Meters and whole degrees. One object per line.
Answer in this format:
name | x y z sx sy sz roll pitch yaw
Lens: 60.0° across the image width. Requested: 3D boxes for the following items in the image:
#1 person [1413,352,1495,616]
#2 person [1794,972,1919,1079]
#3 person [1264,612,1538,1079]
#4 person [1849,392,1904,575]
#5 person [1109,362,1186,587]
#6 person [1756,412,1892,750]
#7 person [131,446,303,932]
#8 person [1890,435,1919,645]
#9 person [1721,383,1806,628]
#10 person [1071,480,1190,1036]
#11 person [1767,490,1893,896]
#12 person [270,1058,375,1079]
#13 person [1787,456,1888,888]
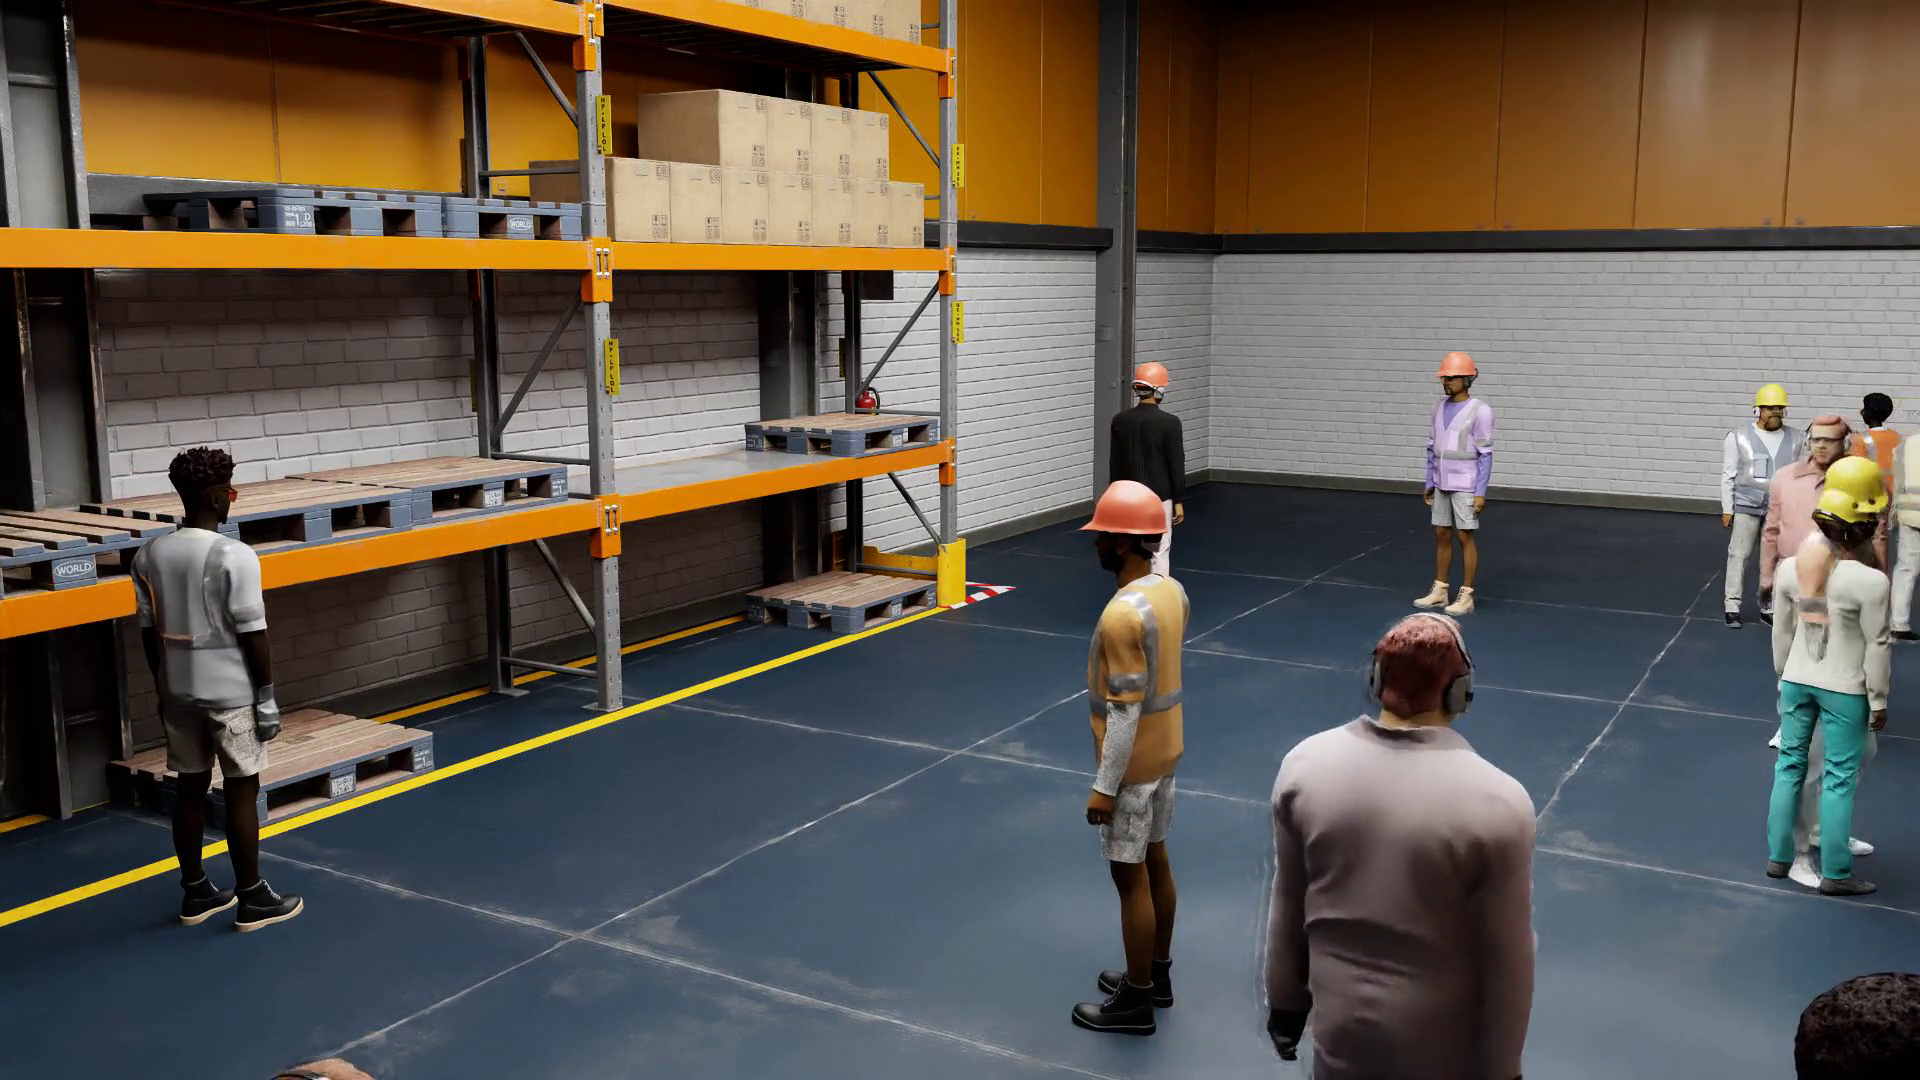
person | 3.838 -0.434 12.920 0.389 2.045 0.606 -5 10 -28
person | 0.968 1.397 1.883 0.392 1.920 0.592 7 11 37
person | 0.981 1.106 3.840 0.644 1.879 0.748 8 12 40
person | 7.329 -0.338 13.400 0.535 1.697 0.318 -4 10 -24
person | 1.400 -0.320 12.361 0.612 1.995 0.382 6 11 34
person | 4.828 0.221 9.318 0.653 1.887 0.651 -9 13 -44
person | -3.002 0.601 6.702 0.603 1.966 0.368 3 10 18
person | 7.030 -0.135 11.931 0.930 1.760 0.647 -5 11 -30
person | 5.988 -0.249 12.410 0.591 1.837 0.403 1 9 5
person | 0.587 0.757 5.813 0.362 1.939 0.543 4 10 26
person | 3.725 0.633 7.125 0.312 1.769 0.525 -5 10 -28
person | -0.865 1.494 2.221 0.543 1.596 0.836 2 9 12
person | 3.836 0.566 7.250 0.707 1.896 0.393 -7 11 -36
